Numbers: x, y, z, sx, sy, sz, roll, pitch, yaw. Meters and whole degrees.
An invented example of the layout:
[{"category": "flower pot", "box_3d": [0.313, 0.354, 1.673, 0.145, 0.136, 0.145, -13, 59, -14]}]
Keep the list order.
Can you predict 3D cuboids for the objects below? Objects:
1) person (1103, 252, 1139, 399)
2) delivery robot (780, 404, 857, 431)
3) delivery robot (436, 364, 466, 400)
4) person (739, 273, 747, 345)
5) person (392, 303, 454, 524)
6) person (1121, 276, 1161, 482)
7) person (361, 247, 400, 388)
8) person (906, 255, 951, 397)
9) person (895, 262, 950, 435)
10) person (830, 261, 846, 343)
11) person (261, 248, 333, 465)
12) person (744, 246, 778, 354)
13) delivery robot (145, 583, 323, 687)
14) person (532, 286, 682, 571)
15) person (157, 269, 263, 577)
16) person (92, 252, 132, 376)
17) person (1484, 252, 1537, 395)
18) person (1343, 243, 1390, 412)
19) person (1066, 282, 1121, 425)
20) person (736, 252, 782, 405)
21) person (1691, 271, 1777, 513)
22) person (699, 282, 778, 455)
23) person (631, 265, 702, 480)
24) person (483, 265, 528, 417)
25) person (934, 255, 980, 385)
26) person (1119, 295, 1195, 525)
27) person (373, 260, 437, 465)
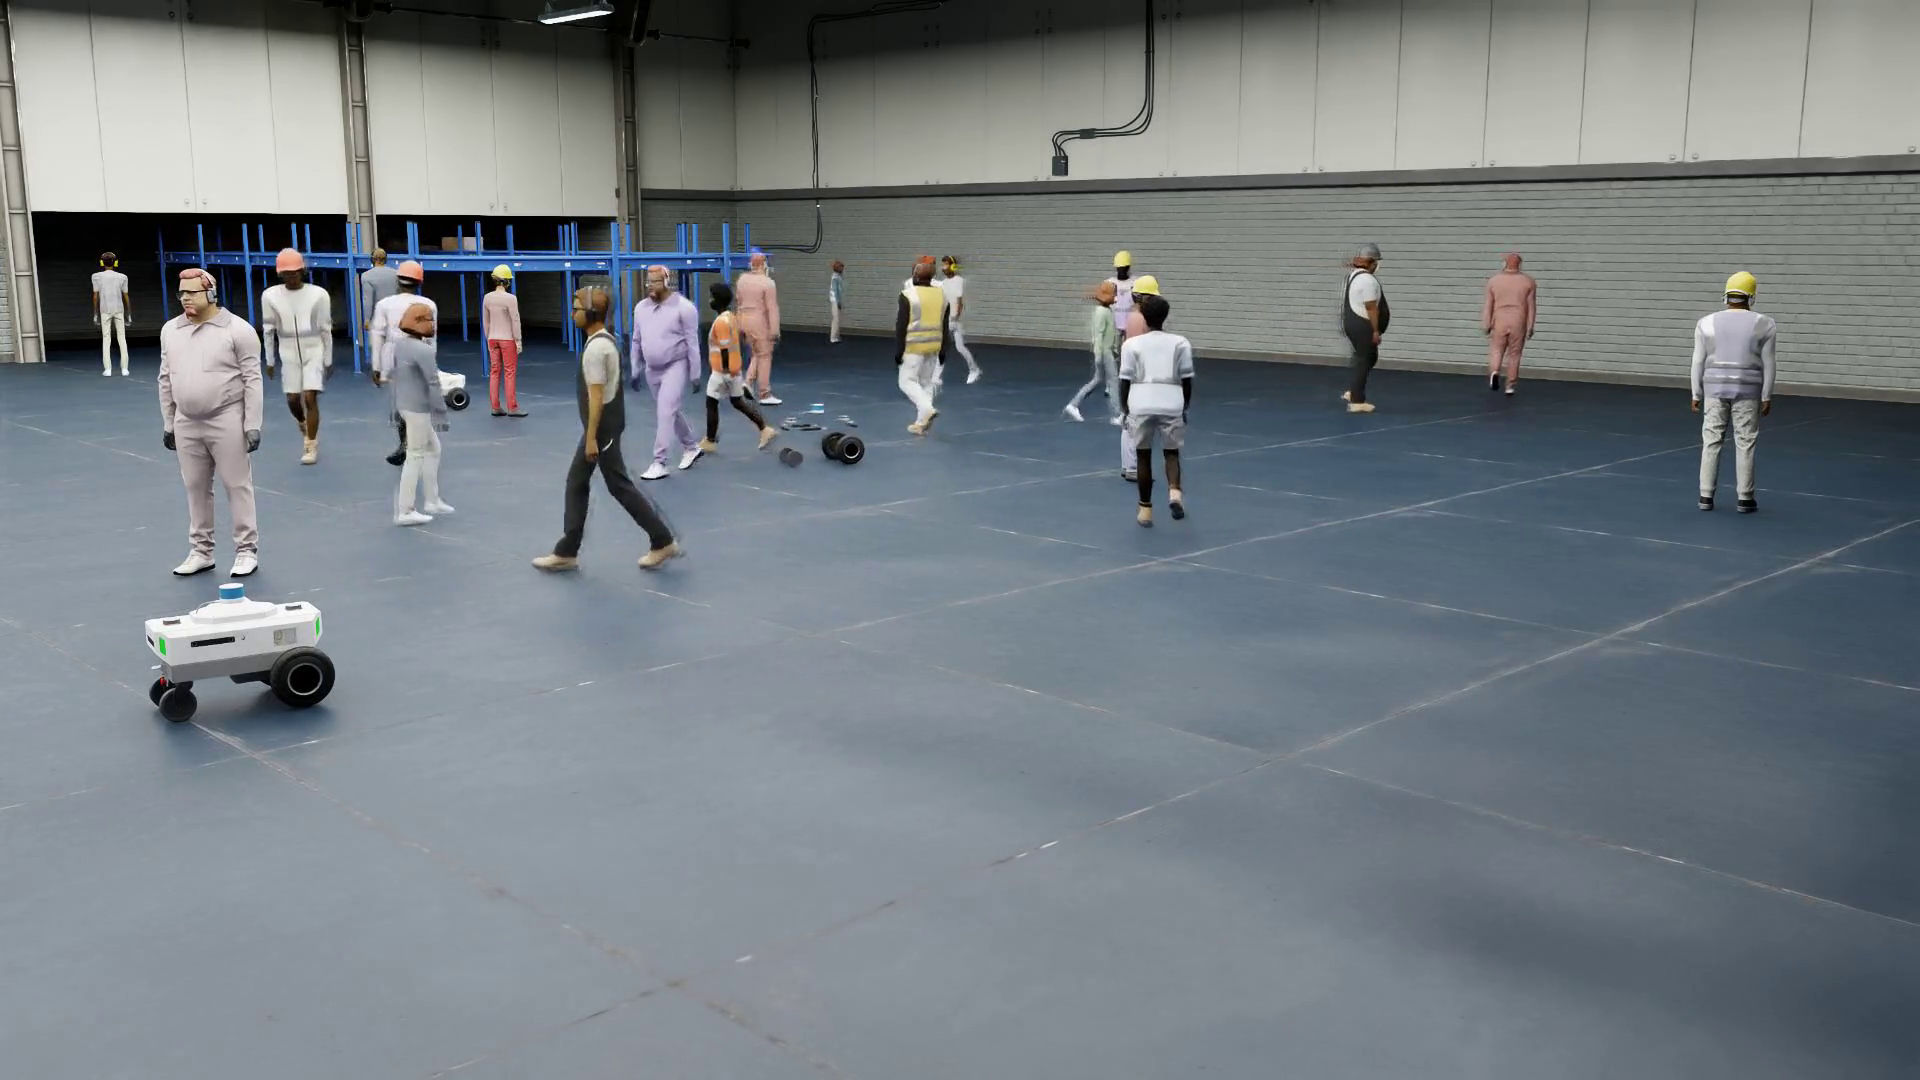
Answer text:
[{"category": "person", "box_3d": [2.099, -2.753, 21.451, 0.613, 1.880, 0.947, 3, 11, 14]}, {"category": "delivery robot", "box_3d": [-1.320, -1.157, 15.542, 0.698, 0.223, 0.335, -5, 11, -23]}, {"category": "delivery robot", "box_3d": [-6.440, -1.910, 20.357, 0.707, 0.478, 0.477, -6, 12, -29]}, {"category": "person", "box_3d": [-4.021, -4.631, 32.219, 0.537, 1.695, 0.320, -5, 12, -27]}, {"category": "person", "box_3d": [-3.931, -0.940, 12.300, 0.625, 1.608, 0.538, -9, 14, -41]}, {"category": "person", "box_3d": [1.562, -1.391, 14.374, 0.329, 1.765, 0.525, 0, 10, 2]}, {"category": "person", "box_3d": [-8.064, -3.108, 23.256, 0.377, 1.940, 0.628, 8, 13, 38]}, {"category": "person", "box_3d": [-0.365, -2.723, 21.387, 0.619, 1.849, 0.876, 7, 13, 34]}, {"category": "person", "box_3d": [-0.389, -2.016, 17.592, 0.642, 1.831, 0.562, -8, 13, -37]}, {"category": "person", "box_3d": [-2.399, -4.702, 32.839, 0.326, 1.611, 0.640, 1, 10, 6]}, {"category": "person", "box_3d": [-6.173, -1.729, 15.583, 0.615, 2.007, 0.731, -2, 11, -11]}, {"category": "person", "box_3d": [-3.579, -4.300, 29.781, 0.613, 1.926, 0.813, -7, 12, -33]}, {"category": "delivery robot", "box_3d": [-3.287, 0.441, 7.538, 0.707, 0.478, 0.477, -7, 13, -34]}, {"category": "person", "box_3d": [-2.222, -0.697, 10.494, 0.935, 1.808, 0.518, -2, 11, -10]}, {"category": "person", "box_3d": [-4.661, -0.720, 10.324, 0.652, 1.906, 0.403, 1, 10, 6]}, {"category": "person", "box_3d": [-12.849, -3.423, 25.197, 0.517, 1.865, 0.329, -6, 12, -29]}, {"category": "person", "box_3d": [7.289, -2.863, 22.044, 0.650, 1.890, 0.515, 5, 11, 23]}, {"category": "person", "box_3d": [4.906, -2.555, 20.078, 0.542, 2.000, 0.685, 0, 10, -2]}, {"category": "person", "box_3d": [1.573, -2.103, 18.702, 0.769, 1.602, 0.509, 2, 11, 11]}, {"category": "person", "box_3d": [-2.493, -2.646, 20.852, 0.708, 1.892, 0.424, 9, 14, 40]}, {"category": "person", "box_3d": [5.950, -1.141, 12.812, 0.590, 1.835, 0.404, 7, 12, 32]}, {"category": "person", "box_3d": [-2.207, -1.665, 16.122, 0.803, 1.669, 0.540, 1, 10, 5]}, {"category": "person", "box_3d": [-2.587, -1.516, 14.799, 0.658, 1.866, 0.972, 6, 12, 29]}, {"category": "person", "box_3d": [-5.334, -2.331, 19.487, 0.534, 1.767, 0.319, 6, 12, 29]}, {"category": "person", "box_3d": [-0.076, -3.134, 23.696, 0.893, 1.837, 0.514, -10, 14, -44]}, {"category": "person", "box_3d": [1.435, -0.940, 12.119, 0.554, 1.680, 0.451, 0, 10, -3]}, {"category": "person", "box_3d": [-5.094, -1.605, 15.213, 0.551, 1.892, 0.786, 0, 10, 2]}]
